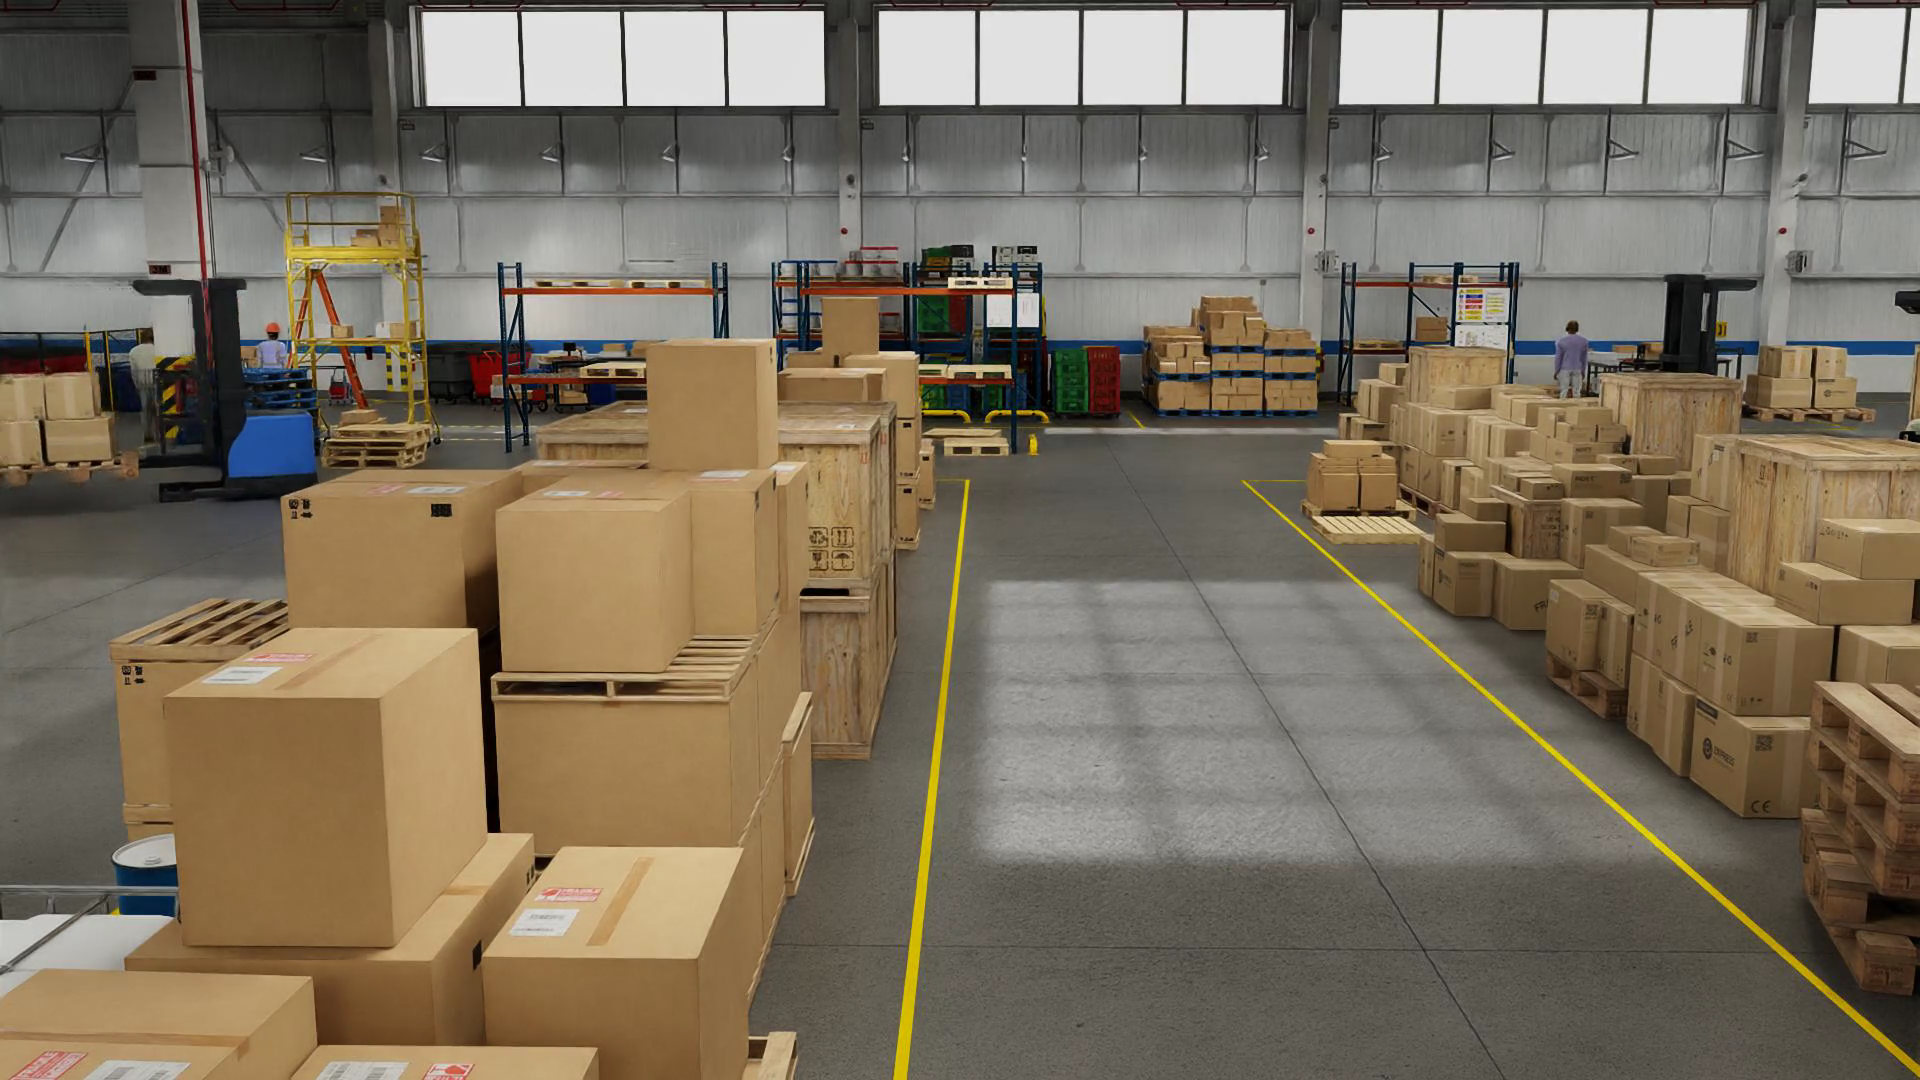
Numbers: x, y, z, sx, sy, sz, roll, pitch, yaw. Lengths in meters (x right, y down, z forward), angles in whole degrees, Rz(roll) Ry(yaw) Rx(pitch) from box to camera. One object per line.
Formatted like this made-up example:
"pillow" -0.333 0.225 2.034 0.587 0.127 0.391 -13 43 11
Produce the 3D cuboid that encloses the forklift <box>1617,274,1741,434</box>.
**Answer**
"forklift" 12.653 -3.276 29.256 1.873 2.768 1.129 0 9 1

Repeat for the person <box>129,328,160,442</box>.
"person" -13.636 -2.606 28.060 0.630 1.940 0.372 0 9 1

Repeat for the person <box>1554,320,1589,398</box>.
"person" 11.641 -3.219 31.736 0.630 1.940 0.372 0 9 1

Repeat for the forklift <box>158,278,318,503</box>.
"forklift" -9.376 -1.964 21.401 1.873 2.768 1.129 -5 11 -25

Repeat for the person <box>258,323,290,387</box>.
"person" -12.620 -3.022 30.642 0.567 1.923 0.454 1 10 4

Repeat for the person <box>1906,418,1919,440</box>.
"person" 8.886 -0.483 15.175 0.611 1.995 0.381 0 9 1
